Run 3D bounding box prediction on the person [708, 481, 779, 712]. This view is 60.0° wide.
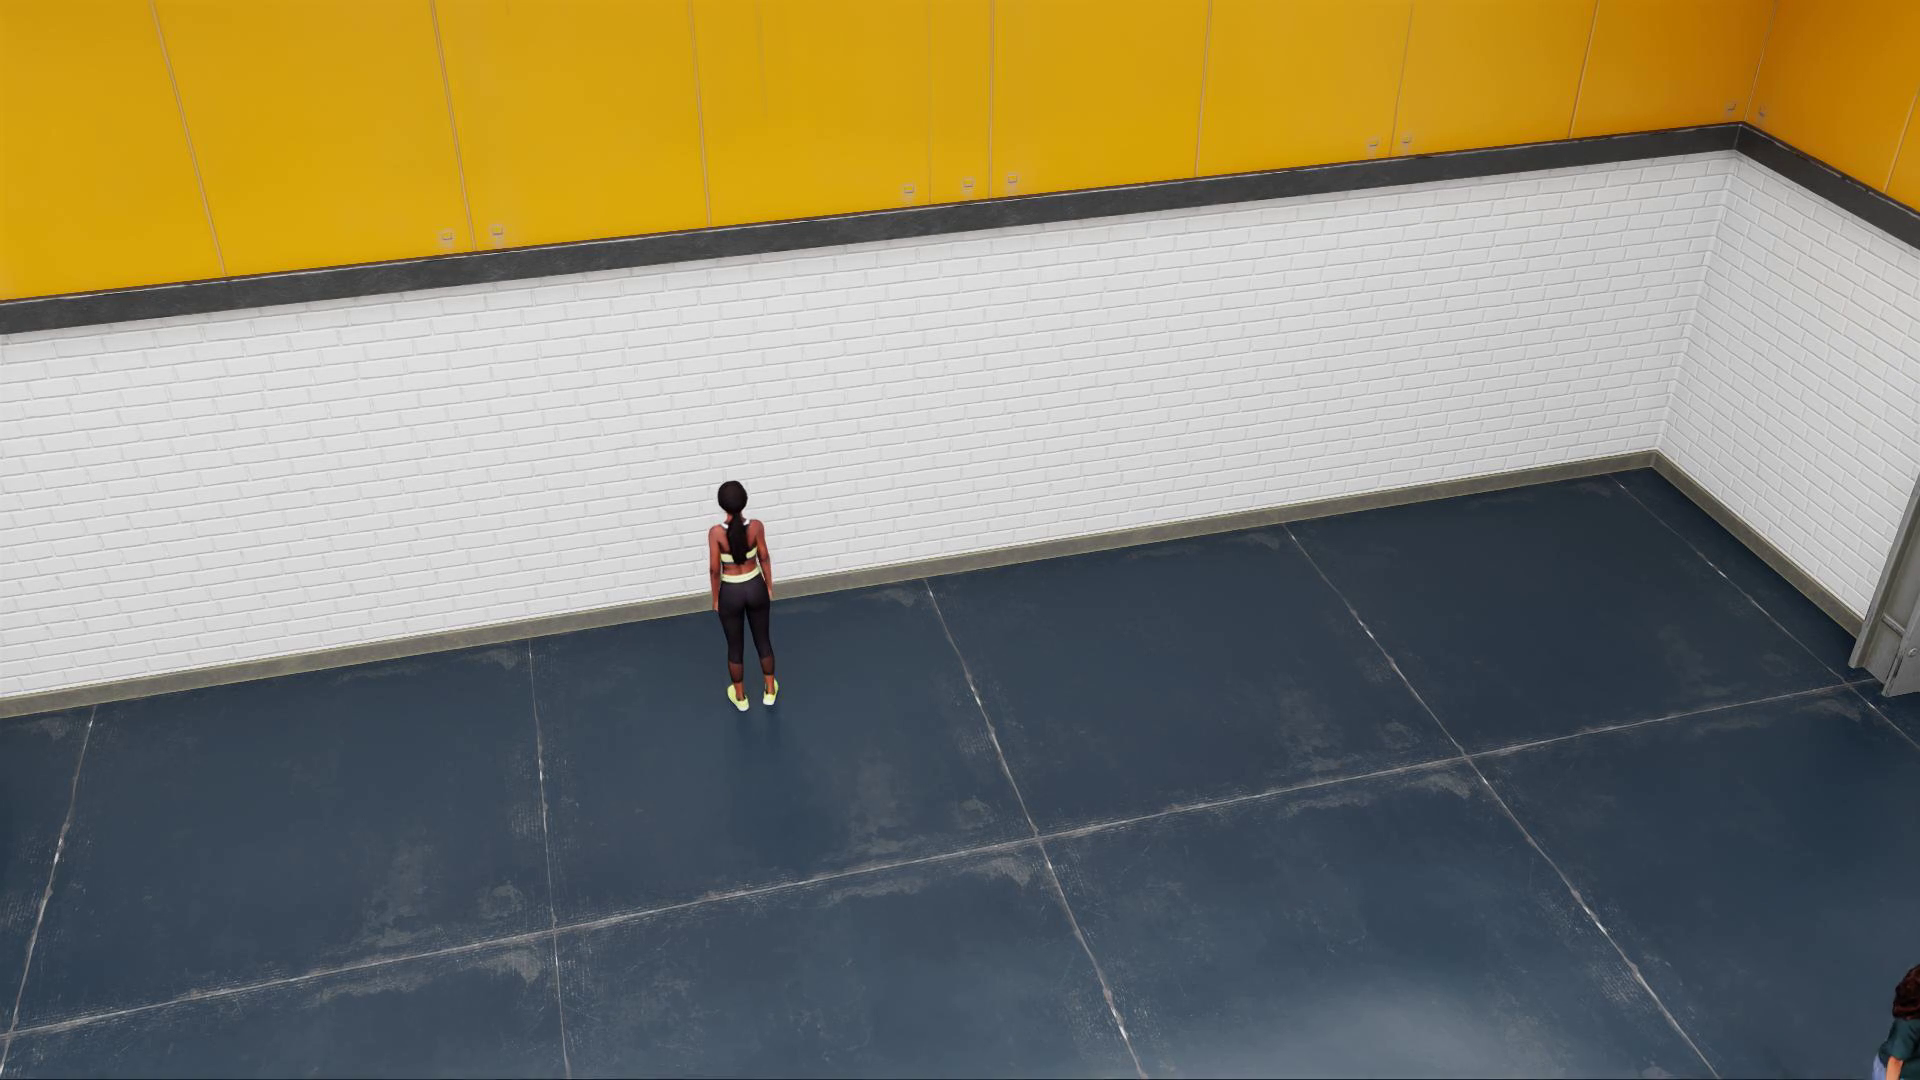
[{"bbox_3d":[-1.456,0.382,11.154,0.570,1.754,0.509,-10,35,-15],"label":"person"}]
